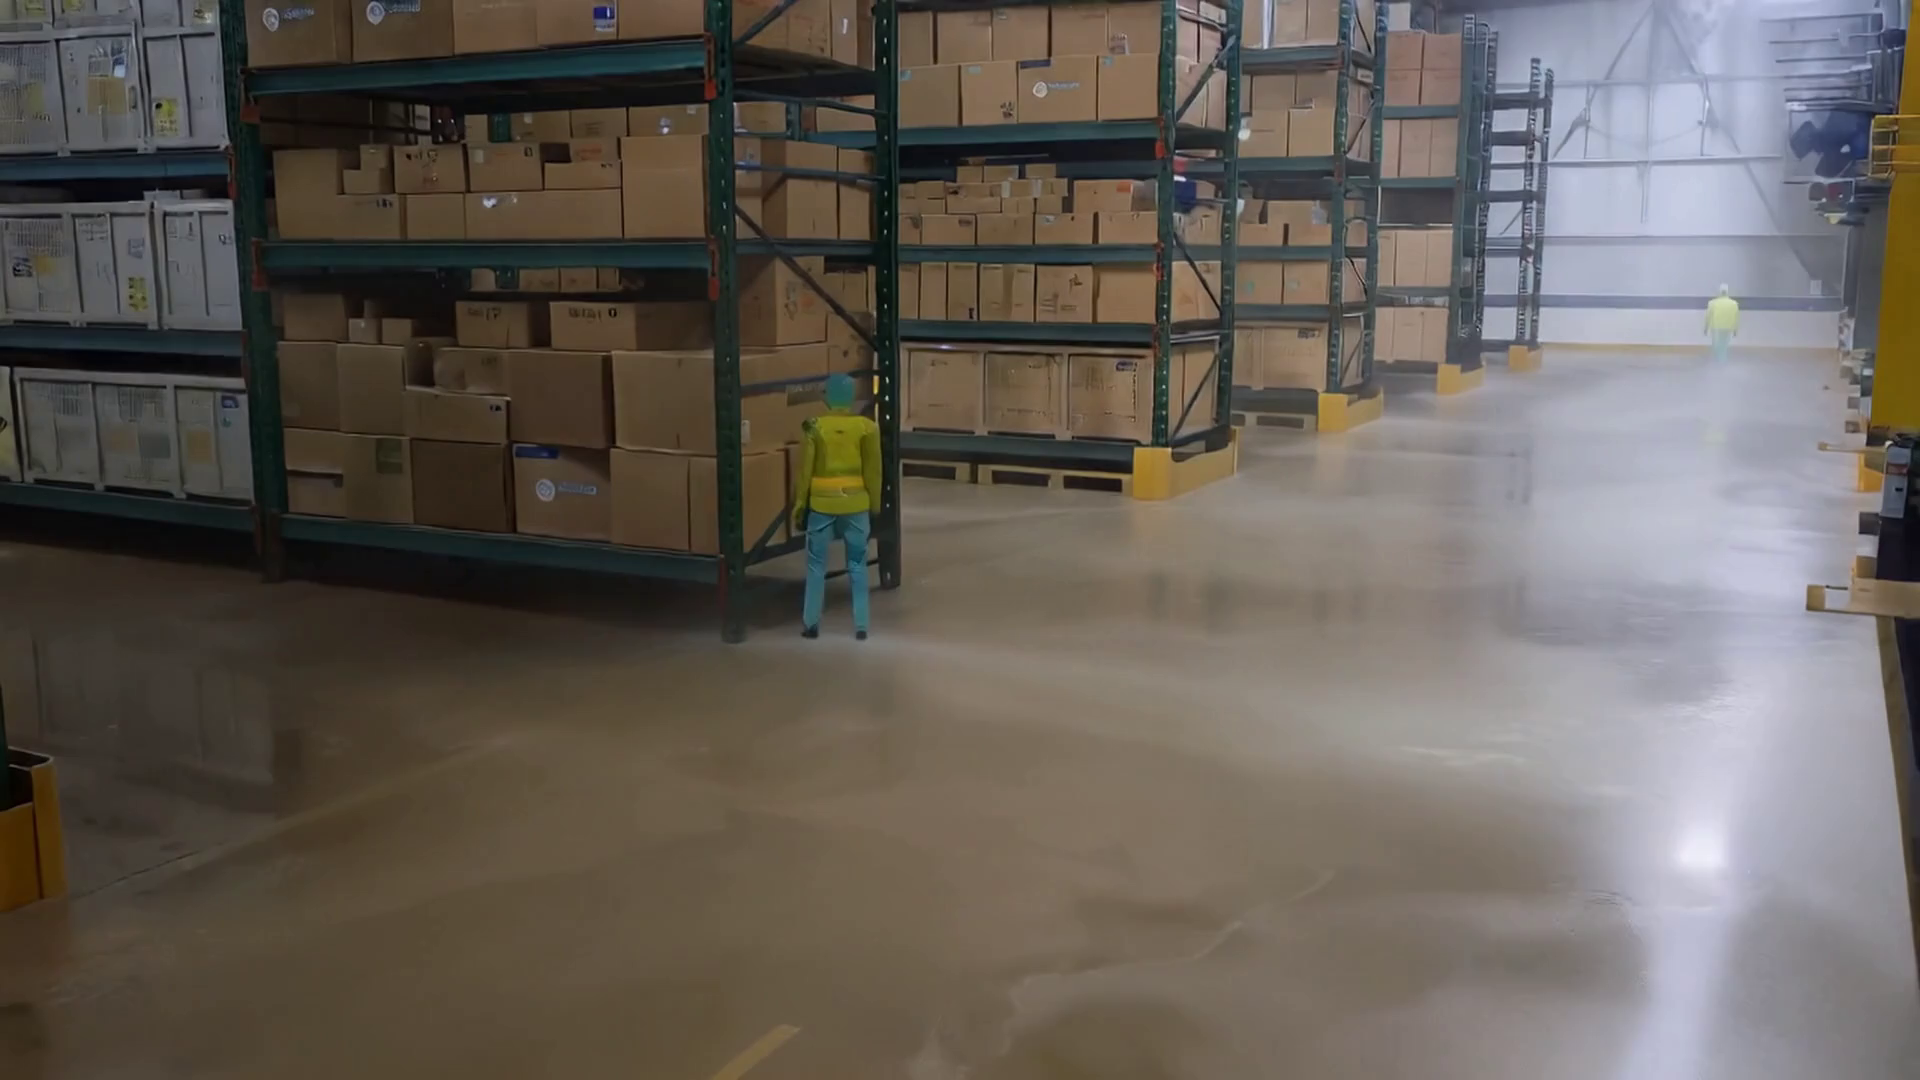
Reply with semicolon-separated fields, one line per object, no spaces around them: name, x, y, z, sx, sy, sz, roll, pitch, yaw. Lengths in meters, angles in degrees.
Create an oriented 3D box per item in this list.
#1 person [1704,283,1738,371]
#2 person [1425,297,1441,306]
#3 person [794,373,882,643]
person;15.042;-4.213;32.933;0.588;1.730;0.571;1;10;8
person;10.498;-4.934;36.580;0.607;1.917;0.580;7;12;34
person;-0.717;-0.175;9.890;0.528;1.629;0.317;-2;10;-12
